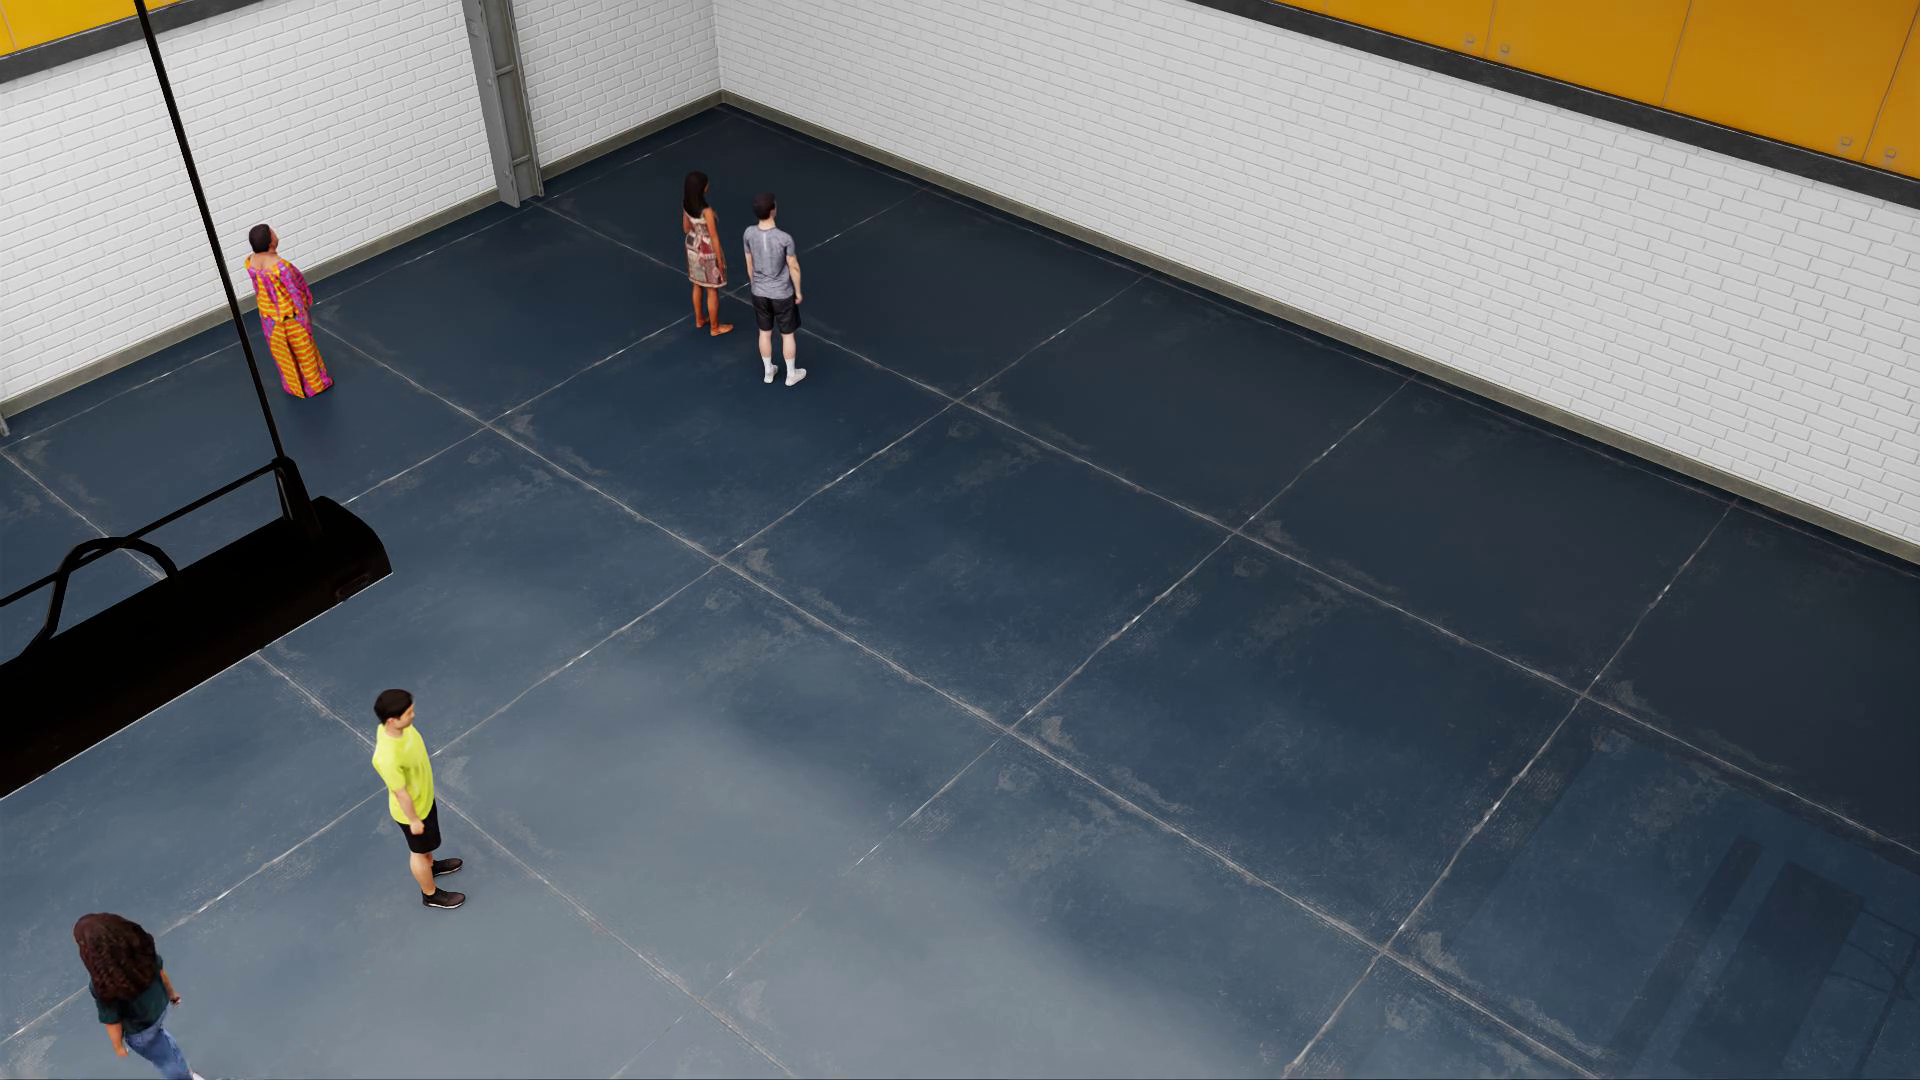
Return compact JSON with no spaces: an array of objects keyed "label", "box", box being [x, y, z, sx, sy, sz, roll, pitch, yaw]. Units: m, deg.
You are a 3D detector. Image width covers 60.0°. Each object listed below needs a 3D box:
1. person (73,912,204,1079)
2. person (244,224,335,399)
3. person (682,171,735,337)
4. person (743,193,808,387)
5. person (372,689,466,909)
[{"label":"person","box":[-4.377,2.595,9.061,0.784,1.610,0.706,6,39,7]},{"label":"person","box":[-6.035,-2.085,14.861,0.720,1.686,0.741,16,41,19]},{"label":"person","box":[-2.421,-2.714,15.681,0.657,1.645,0.529,30,48,32]},{"label":"person","box":[-1.680,-2.233,14.895,0.732,1.874,0.698,12,40,14]},{"label":"person","box":[-3.386,1.583,10.250,0.727,1.707,0.702,-9,39,-11]}]
